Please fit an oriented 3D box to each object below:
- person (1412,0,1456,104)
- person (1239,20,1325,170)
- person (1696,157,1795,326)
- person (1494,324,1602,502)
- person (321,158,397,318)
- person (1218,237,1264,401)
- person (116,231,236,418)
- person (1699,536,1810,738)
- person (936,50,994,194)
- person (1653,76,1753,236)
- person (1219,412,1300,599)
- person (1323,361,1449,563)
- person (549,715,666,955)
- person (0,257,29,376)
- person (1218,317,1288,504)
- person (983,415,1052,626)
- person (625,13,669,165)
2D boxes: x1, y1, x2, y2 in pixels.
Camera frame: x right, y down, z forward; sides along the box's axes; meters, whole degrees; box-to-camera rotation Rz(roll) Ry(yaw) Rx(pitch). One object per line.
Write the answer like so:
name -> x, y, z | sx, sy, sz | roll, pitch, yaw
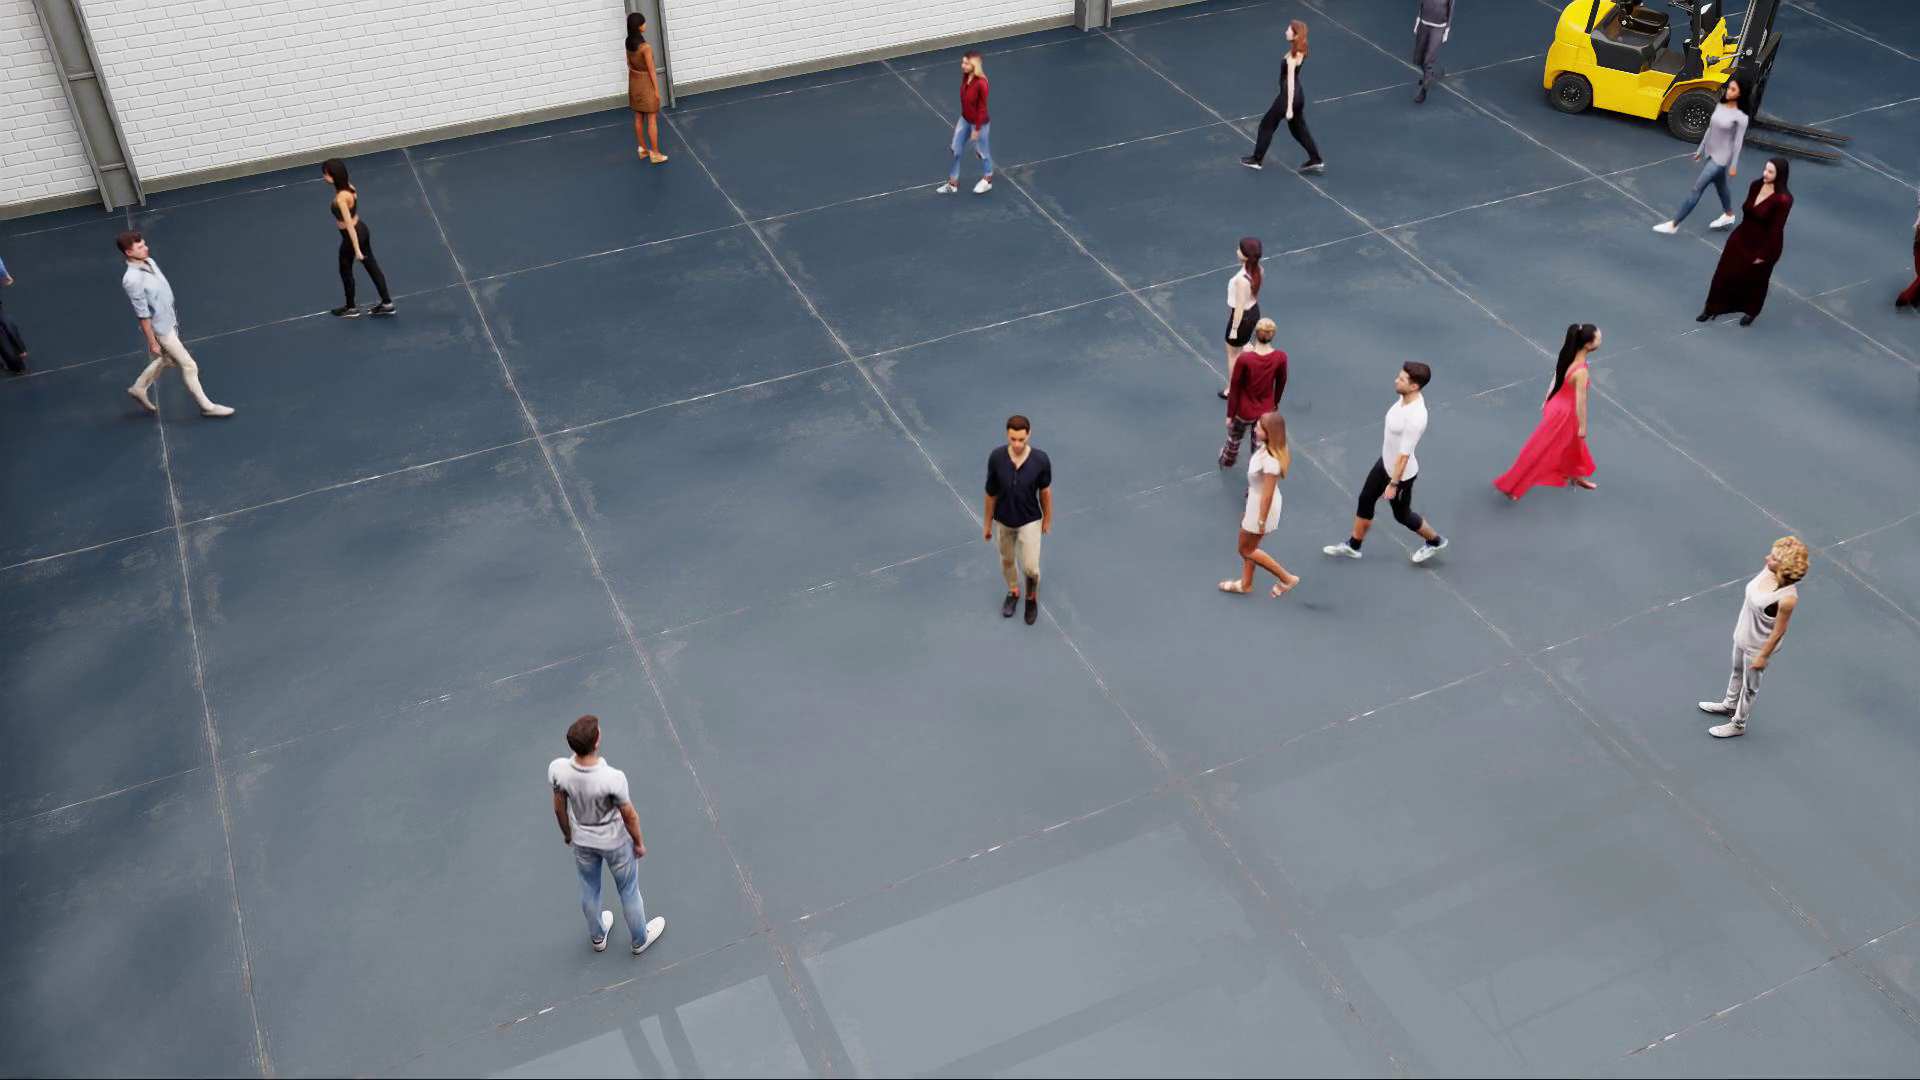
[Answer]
person -> 5.654, -6.091, 19.758 | 0.732, 1.767, 0.816 | 30, 47, 32
person -> 3.709, -4.804, 18.198 | 1.194, 1.702, 1.110 | 11, 40, 14
person -> 7.575, -2.800, 15.667 | 0.798, 1.729, 0.645 | -17, 42, -20
person -> 4.742, -0.973, 13.426 | 1.205, 1.671, 0.929 | 0, 39, 0
person -> -5.675, -2.856, 15.820 | 0.922, 1.625, 0.772 | 0, 39, 0
person -> 2.565, -1.895, 14.605 | 0.847, 1.641, 0.799 | 15, 41, 18
person -> -6.990, -1.827, 14.375 | 1.224, 1.821, 0.912 | -3, 39, -4
person -> 5.470, 0.665, 11.376 | 0.700, 1.670, 0.689 | 3, 39, 3
person -> 0.219, -4.481, 17.867 | 0.930, 1.610, 0.730 | -27, 46, -30
person -> 7.875, -3.920, 17.108 | 1.249, 1.682, 0.832 | -7, 39, -9
person -> 2.345, -0.227, 12.486 | 0.924, 1.679, 0.838 | 9, 39, 11
person -> 3.448, -0.545, 12.768 | 1.290, 1.824, 1.022 | 0, 39, 0
person -> -2.128, 1.765, 9.854 | 0.695, 1.850, 0.790 | 8, 39, 10
person -> -8.778, -2.304, 14.985 | 0.883, 1.805, 0.814 | 15, 41, 18
person -> 2.405, -1.001, 13.468 | 1.071, 1.663, 0.937 | -4, 39, -5
person -> 0.445, -0.209, 12.332 | 0.771, 1.842, 0.838 | 10, 40, 12
person -> -3.519, -5.024, 18.486 | 0.639, 1.686, 0.631 | 29, 47, 32
